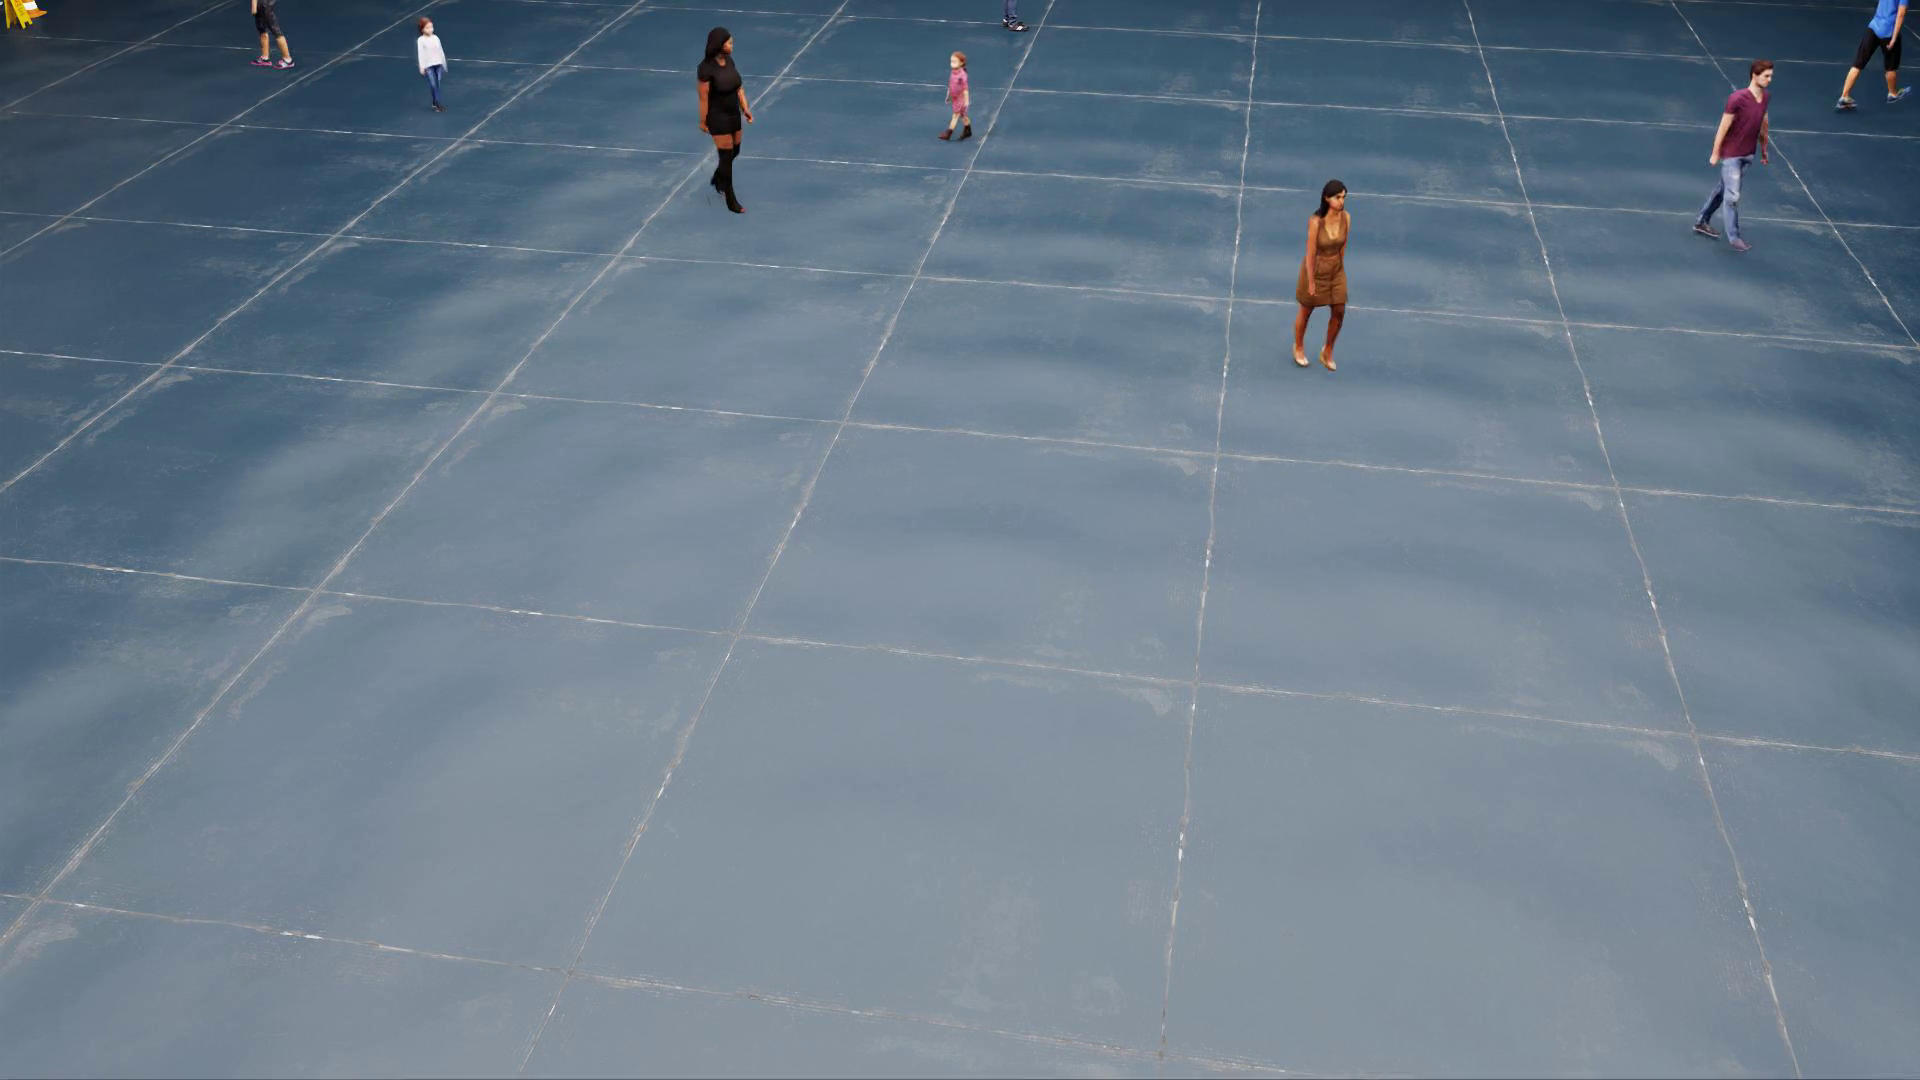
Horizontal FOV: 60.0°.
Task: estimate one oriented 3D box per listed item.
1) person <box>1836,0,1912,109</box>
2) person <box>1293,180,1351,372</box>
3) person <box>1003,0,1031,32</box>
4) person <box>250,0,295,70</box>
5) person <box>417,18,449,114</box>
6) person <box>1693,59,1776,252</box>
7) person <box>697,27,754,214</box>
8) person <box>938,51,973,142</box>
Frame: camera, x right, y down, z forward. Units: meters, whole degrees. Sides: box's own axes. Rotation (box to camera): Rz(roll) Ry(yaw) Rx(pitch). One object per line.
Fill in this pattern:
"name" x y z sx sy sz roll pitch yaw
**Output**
"person" 10.882 -5.999 19.749 1.282 1.815 1.040 -12 34 -18
"person" 2.976 -2.229 13.905 0.715 1.673 0.766 -10 34 -16
"person" 0.742 -7.990 22.857 0.682 1.866 0.704 -7 33 -11
"person" -8.795 -6.896 21.261 0.875 1.720 0.760 -7 33 -10
"person" -6.373 -5.725 19.986 0.705 1.099 0.622 27 41 35
"person" 7.535 -3.802 16.271 1.121 1.810 1.110 -15 35 -23
"person" -2.466 -4.339 17.125 1.068 1.807 0.884 26 41 35
"person" 0.033 -5.084 19.060 0.748 1.002 0.691 -21 38 -30
